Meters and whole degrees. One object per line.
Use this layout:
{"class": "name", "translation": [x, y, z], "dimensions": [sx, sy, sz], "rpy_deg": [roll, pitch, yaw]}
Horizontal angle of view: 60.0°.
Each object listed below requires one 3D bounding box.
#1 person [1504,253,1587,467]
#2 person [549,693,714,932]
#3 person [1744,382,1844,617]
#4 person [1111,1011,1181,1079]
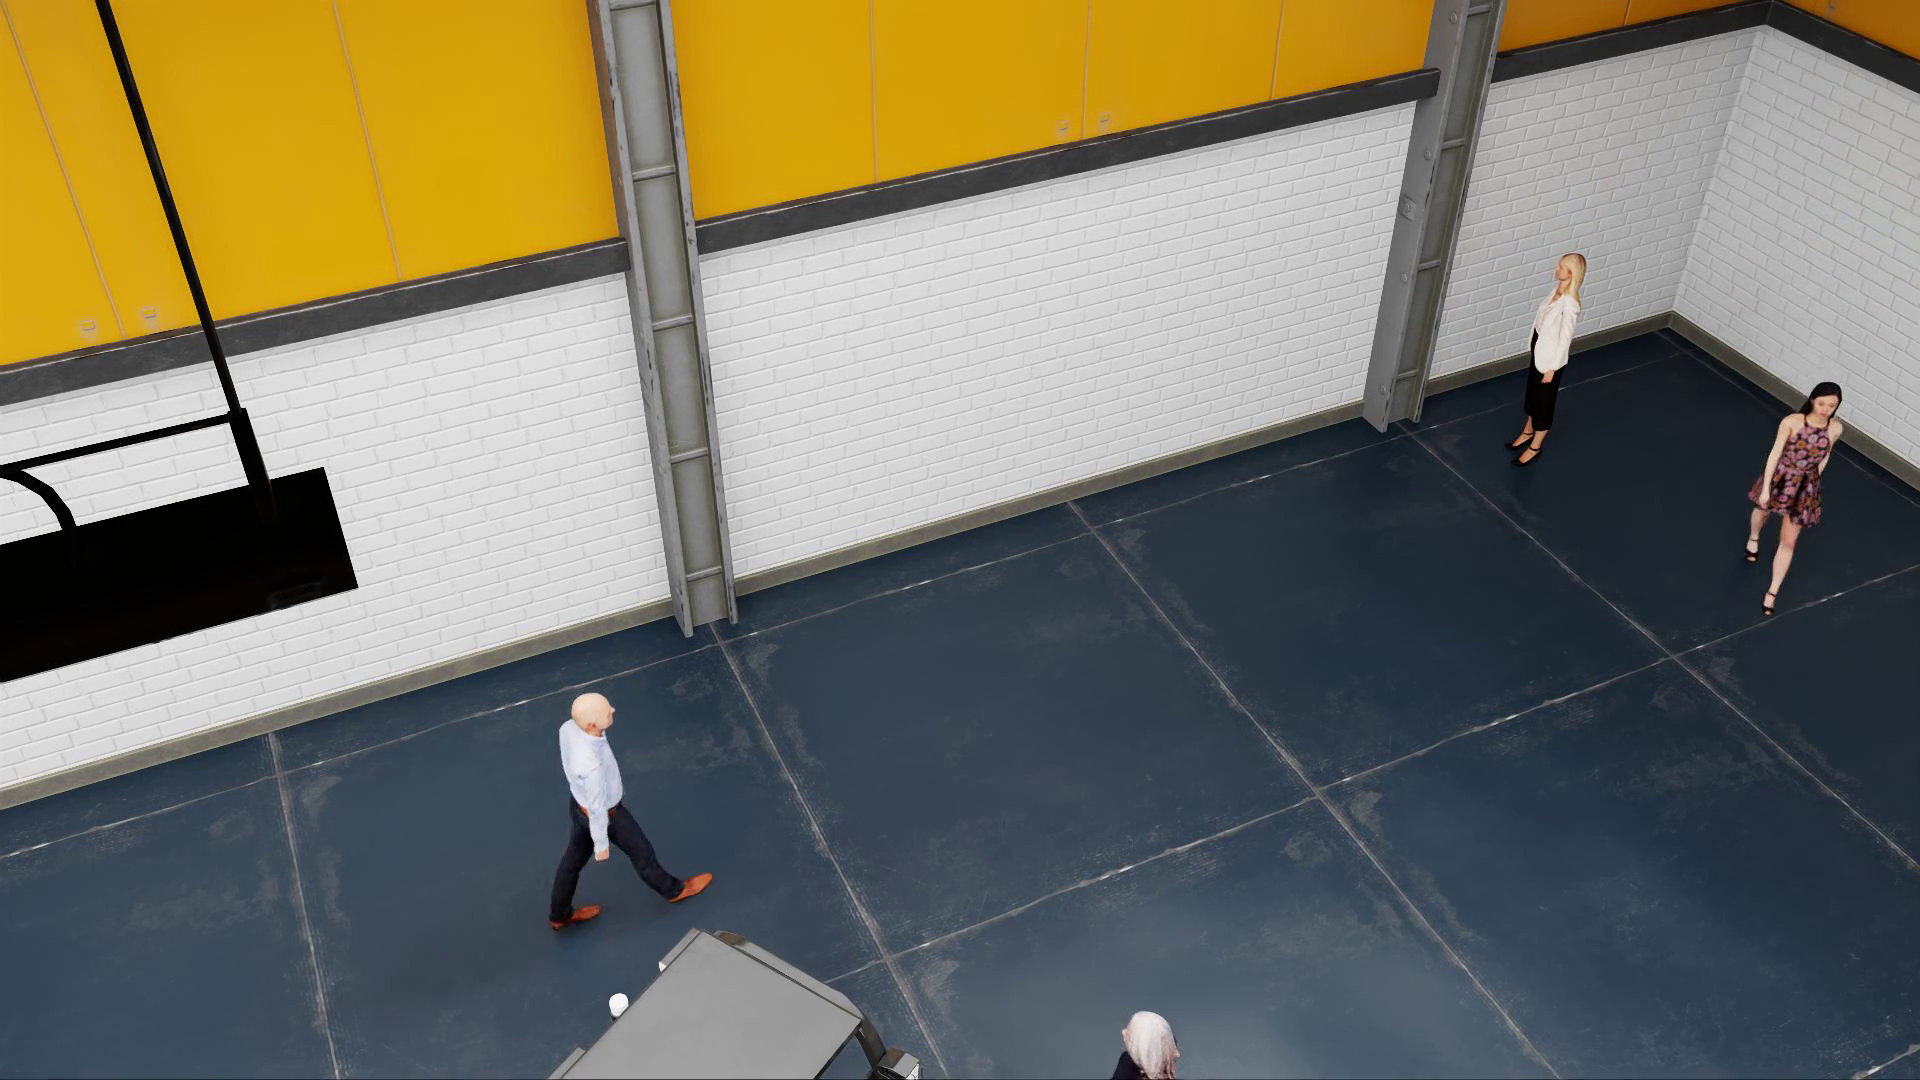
{"class": "person", "translation": [4.562, -1.397, 12.922], "dimensions": [0.676, 1.858, 0.688], "rpy_deg": [1, 39, 2]}
{"class": "person", "translation": [-2.094, 1.568, 9.301], "dimensions": [1.194, 1.745, 0.702], "rpy_deg": [-18, 42, -22]}
{"class": "person", "translation": [5.840, -0.404, 11.793], "dimensions": [1.155, 1.715, 1.151], "rpy_deg": [10, 40, 12]}
{"class": "person", "translation": [0.926, 2.790, 7.787], "dimensions": [1.062, 1.724, 1.036], "rpy_deg": [15, 41, 18]}
